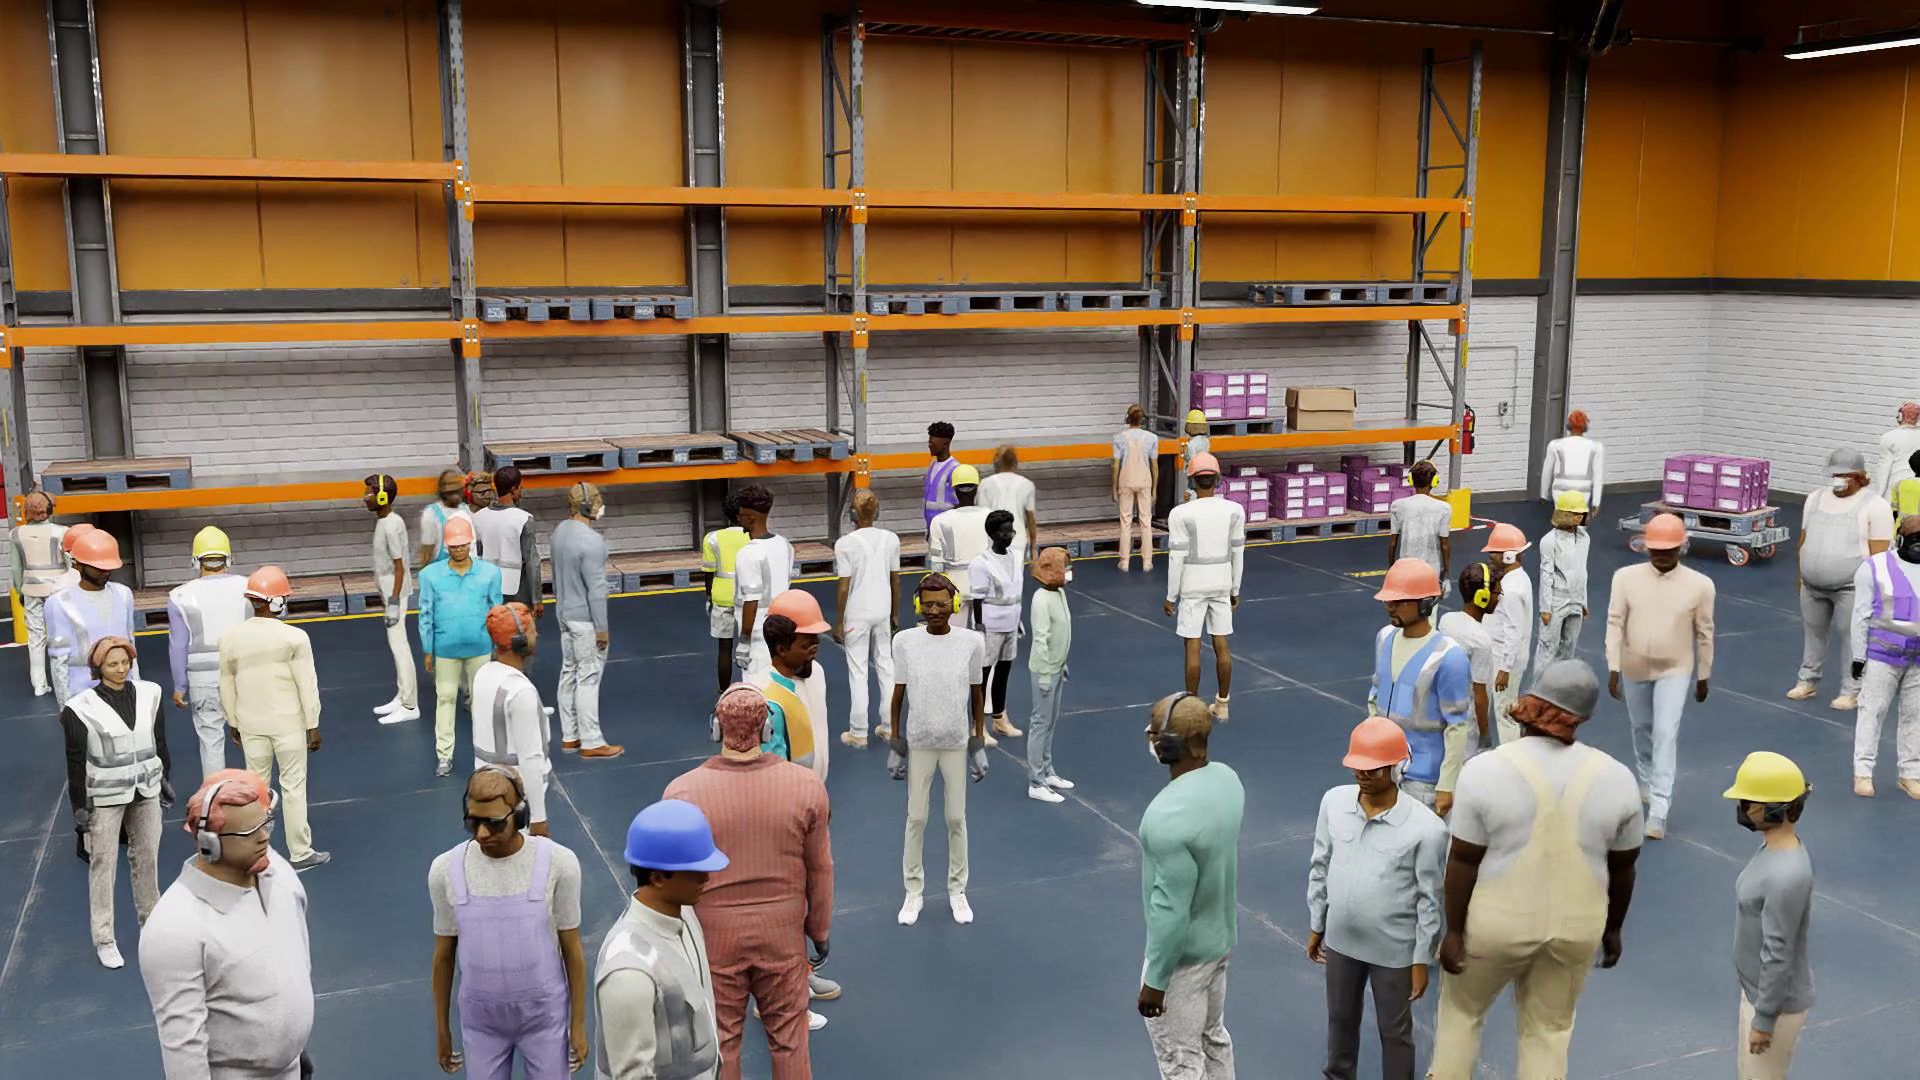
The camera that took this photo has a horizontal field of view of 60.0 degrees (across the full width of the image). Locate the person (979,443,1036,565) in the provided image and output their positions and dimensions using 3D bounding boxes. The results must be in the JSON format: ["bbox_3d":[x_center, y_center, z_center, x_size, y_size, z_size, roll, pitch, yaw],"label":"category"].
[{"bbox_3d":[0.406,0.054,14.732,0.554,1.822,0.438,-1,10,-5],"label":"person"}]

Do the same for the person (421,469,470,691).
[{"bbox_3d":[-4.005,0.333,13.194,0.687,1.804,0.595,5,11,25],"label":"person"}]

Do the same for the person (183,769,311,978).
[{"bbox_3d":[-2.472,1.639,5.802,0.340,1.747,0.575,-10,14,-44],"label":"person"}]

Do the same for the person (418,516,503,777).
[{"bbox_3d":[-3.336,0.704,11.177,0.564,1.753,0.336,-4,11,-21],"label":"person"}]

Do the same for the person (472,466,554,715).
[{"bbox_3d":[-3.376,0.400,12.470,0.589,1.917,0.392,5,11,26],"label":"person"}]

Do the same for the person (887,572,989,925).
[{"bbox_3d":[-0.116,1.082,8.674,0.532,1.871,0.321,0,10,-2],"label":"person"}]

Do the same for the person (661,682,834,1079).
[{"bbox_3d":[-0.806,1.476,6.300,0.651,1.906,0.401,-2,10,-14],"label":"person"}]

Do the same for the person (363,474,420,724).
[{"bbox_3d":[-4.251,0.433,12.410,0.329,1.871,0.513,-4,11,-21],"label":"person"}]

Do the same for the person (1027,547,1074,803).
[{"bbox_3d":[0.588,0.848,10.695,0.278,1.634,0.497,3,10,18],"label":"person"}]

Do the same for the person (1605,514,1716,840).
[{"bbox_3d":[4.304,0.778,10.253,0.593,1.940,1.062,6,12,31],"label":"person"}]

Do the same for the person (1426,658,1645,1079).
[{"bbox_3d":[2.180,1.409,6.298,0.724,2.000,0.545,1,10,3],"label":"person"}]

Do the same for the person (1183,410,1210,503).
[{"bbox_3d":[2.634,-0.595,18.701,0.294,1.744,0.487,5,11,26],"label":"person"}]

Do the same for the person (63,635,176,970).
[{"bbox_3d":[-4.144,1.273,8.233,0.306,1.639,0.523,6,12,31],"label":"person"}]

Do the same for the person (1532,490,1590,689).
[{"bbox_3d":[4.535,0.488,12.456,0.491,1.744,0.295,-6,12,-31],"label":"person"}]

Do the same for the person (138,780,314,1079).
[{"bbox_3d":[-2.210,1.670,5.175,0.406,1.910,0.639,1,10,5],"label":"person"}]

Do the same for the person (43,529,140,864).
[{"bbox_3d":[-4.957,0.888,9.622,0.373,1.929,0.542,5,11,26],"label":"person"}]

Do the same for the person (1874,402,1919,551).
[{"bbox_3d":[10.101,-0.530,17.854,0.653,1.906,0.405,-1,10,-4],"label":"person"}]

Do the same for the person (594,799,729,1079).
[{"bbox_3d":[-0.870,1.700,4.907,0.416,1.941,0.608,1,10,4],"label":"person"}]

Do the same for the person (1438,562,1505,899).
[{"bbox_3d":[2.745,1.032,9.011,0.338,1.857,0.525,-2,10,-10],"label":"person"}]

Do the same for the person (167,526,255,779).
[{"bbox_3d":[-4.550,0.826,10.251,0.595,1.831,0.403,-7,12,-37],"label":"person"}]

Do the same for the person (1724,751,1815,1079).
[{"bbox_3d":[2.860,1.615,5.940,0.341,1.755,0.532,4,11,22],"label":"person"}]

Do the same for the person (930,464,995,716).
[{"bbox_3d":[0.053,0.390,12.526,0.585,1.917,0.381,-2,10,-14],"label":"person"}]

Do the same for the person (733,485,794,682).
[{"bbox_3d":[-1.328,0.608,11.124,0.362,1.963,0.614,4,11,21],"label":"person"}]

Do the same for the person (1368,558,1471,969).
[{"bbox_3d":[2.174,1.092,8.114,0.389,2.041,0.614,-5,11,-25],"label":"person"}]

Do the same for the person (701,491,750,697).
[{"bbox_3d":[-1.693,0.468,12.707,0.540,1.695,0.317,0,10,-2],"label":"person"}]

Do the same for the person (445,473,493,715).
[{"bbox_3d":[-3.652,0.397,12.682,0.389,1.846,0.567,6,11,30],"label":"person"}]

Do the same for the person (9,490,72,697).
[{"bbox_3d":[-7.175,0.429,13.091,0.513,1.642,0.311,0,10,-2],"label":"person"}]

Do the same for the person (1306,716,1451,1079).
[{"bbox_3d":[1.580,1.530,6.422,0.560,1.752,0.324,9,13,42],"label":"person"}]

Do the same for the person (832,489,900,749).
[{"bbox_3d":[-0.659,0.556,11.772,0.516,1.843,0.327,-6,12,-31],"label":"person"}]

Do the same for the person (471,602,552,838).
[{"bbox_3d":[-2.092,1.222,7.826,0.359,1.884,0.575,-7,12,-37],"label":"person"}]

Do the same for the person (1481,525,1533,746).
[{"bbox_3d":[3.534,0.765,10.837,0.342,1.747,0.574,3,10,19],"label":"person"}]

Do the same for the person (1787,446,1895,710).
[{"bbox_3d":[6.738,0.279,12.805,0.536,2.000,0.687,-6,11,-31],"label":"person"}]

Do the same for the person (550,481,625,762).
[{"bbox_3d":[-2.604,0.556,11.506,0.371,1.939,0.629,-8,12,-37],"label":"person"}]

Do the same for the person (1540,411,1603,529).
[{"bbox_3d":[6.481,-0.448,17.622,0.579,1.833,1.035,1,10,8],"label":"person"}]

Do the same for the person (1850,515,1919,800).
[{"bbox_3d":[6.052,0.753,10.687,0.643,1.843,0.429,2,10,9],"label":"person"}]

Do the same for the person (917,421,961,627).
[{"bbox_3d":[-0.158,-0.116,15.306,0.367,1.962,0.607,-5,11,-26],"label":"person"}]

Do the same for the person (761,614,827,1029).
[{"bbox_3d":[-0.804,1.248,7.575,0.390,1.919,0.591,0,10,-1],"label":"person"}]

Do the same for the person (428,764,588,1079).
[{"bbox_3d":[-1.517,1.632,5.616,0.516,1.835,0.355,-1,10,-3],"label":"person"}]

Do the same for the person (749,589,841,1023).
[{"bbox_3d":[-0.761,1.203,7.615,0.390,1.995,0.613,4,11,22],"label":"person"}]

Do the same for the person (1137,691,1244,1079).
[{"bbox_3d":[0.826,1.499,6.073,0.353,1.936,0.635,6,11,29],"label":"person"}]

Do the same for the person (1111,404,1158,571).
[{"bbox_3d":[1.914,-0.568,18.250,0.506,1.846,0.350,0,10,3],"label":"person"}]

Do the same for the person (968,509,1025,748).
[{"bbox_3d":[0.269,0.615,11.859,0.321,1.696,0.536,9,13,40],"label":"person"}]

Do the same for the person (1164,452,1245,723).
[{"bbox_3d":[1.796,0.365,12.332,0.605,2.034,0.389,-3,10,-17],"label":"person"}]

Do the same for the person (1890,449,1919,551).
[{"bbox_3d":[8.873,-0.009,15.445,0.318,1.700,0.536,-3,10,-18],"label":"person"}]

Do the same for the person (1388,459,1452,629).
[{"bbox_3d":[3.684,0.282,13.322,0.509,1.860,0.334,6,11,30],"label":"person"}]

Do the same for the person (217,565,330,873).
[{"bbox_3d":[-3.873,1.011,9.415,0.573,1.749,0.339,2,10,9],"label":"person"}]
